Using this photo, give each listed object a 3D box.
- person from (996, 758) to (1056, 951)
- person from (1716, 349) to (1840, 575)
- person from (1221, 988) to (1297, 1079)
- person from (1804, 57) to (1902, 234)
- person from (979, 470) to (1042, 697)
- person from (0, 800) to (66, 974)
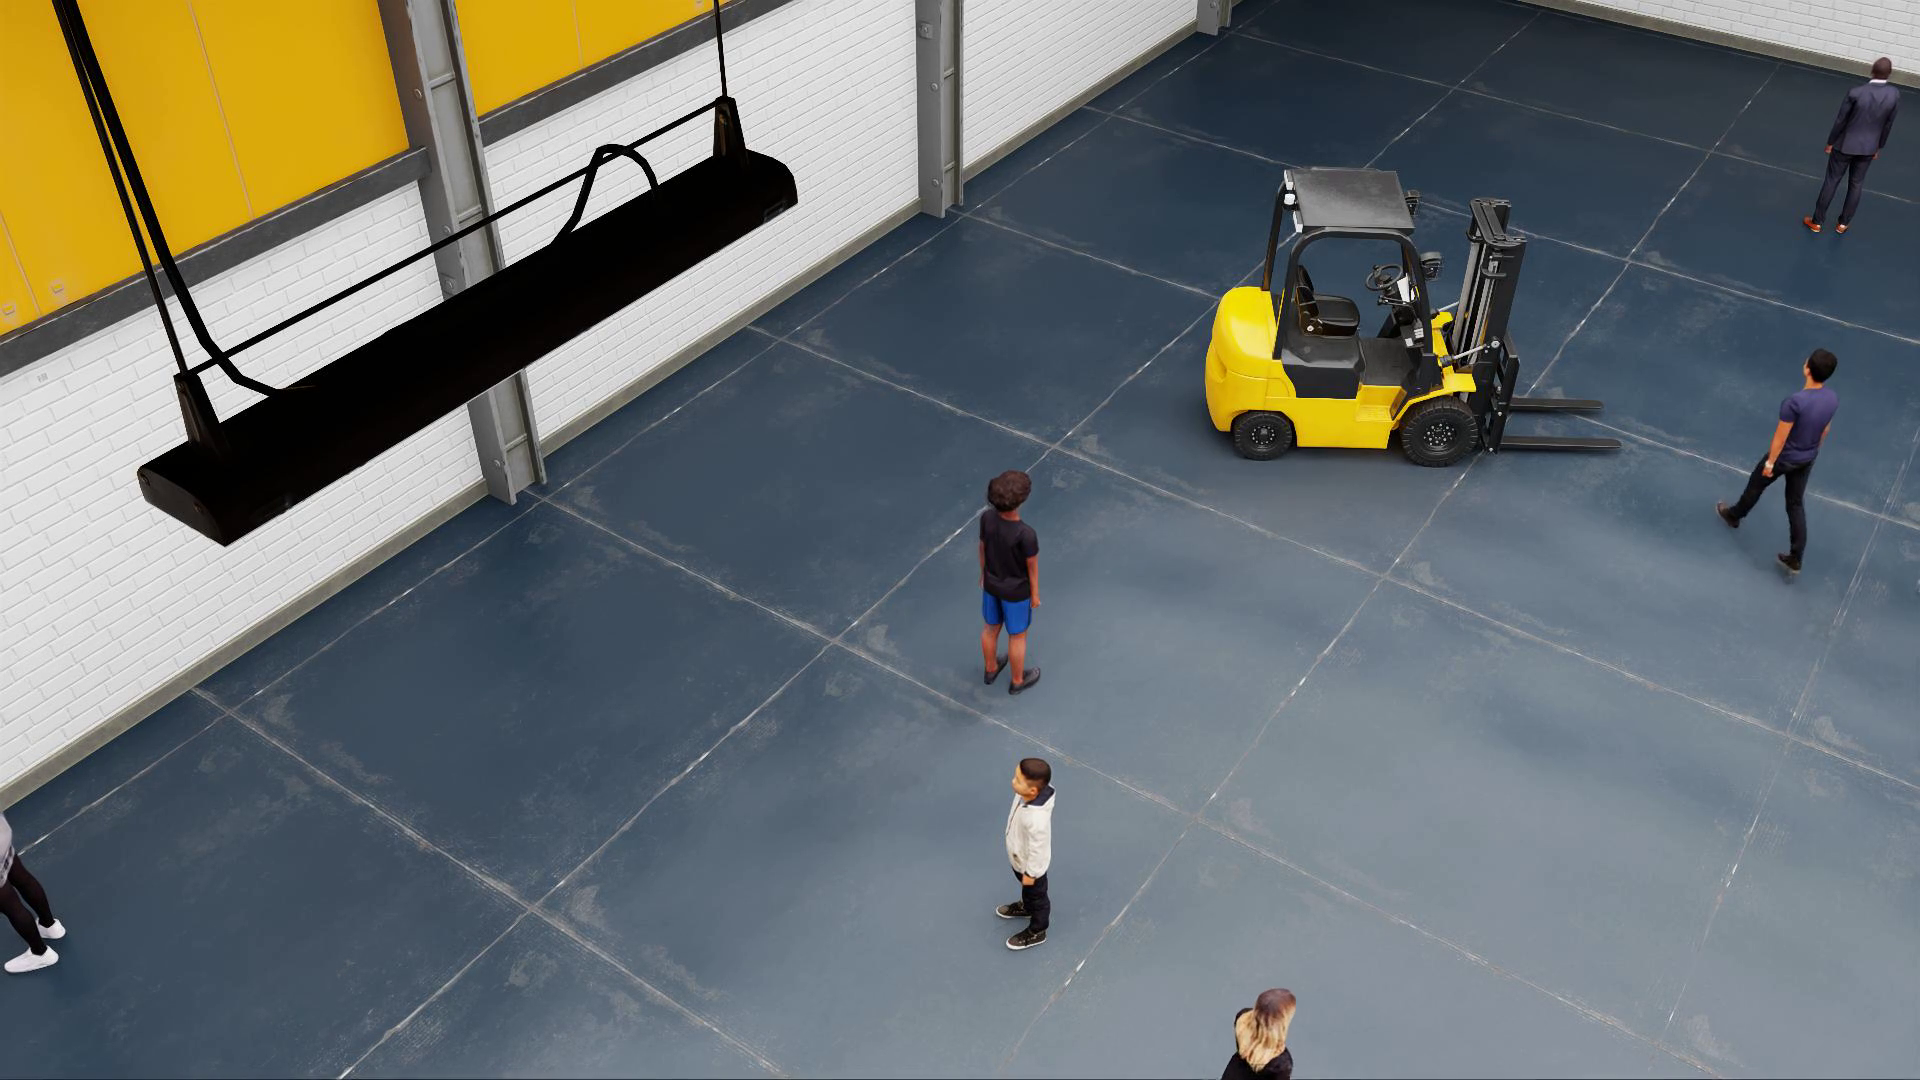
[{"bbox_3d":[0.414,1.801,9.691,0.711,1.455,0.658,-8,39,-9],"label":"person"},{"bbox_3d":[6.256,-0.553,12.404,1.180,1.746,1.217,-7,39,-9],"label":"person"},{"bbox_3d":[1.376,2.818,8.261,0.948,1.650,0.763,-24,45,-27],"label":"person"},{"bbox_3d":[8.917,-3.919,16.555,0.776,1.825,0.753,8,39,9],"label":"person"},{"bbox_3d":[0.320,0.295,11.304,0.602,1.793,0.522,23,44,26],"label":"person"},{"bbox_3d":[-5.520,1.776,9.465,0.752,1.774,0.684,-5,39,-6],"label":"person"}]
